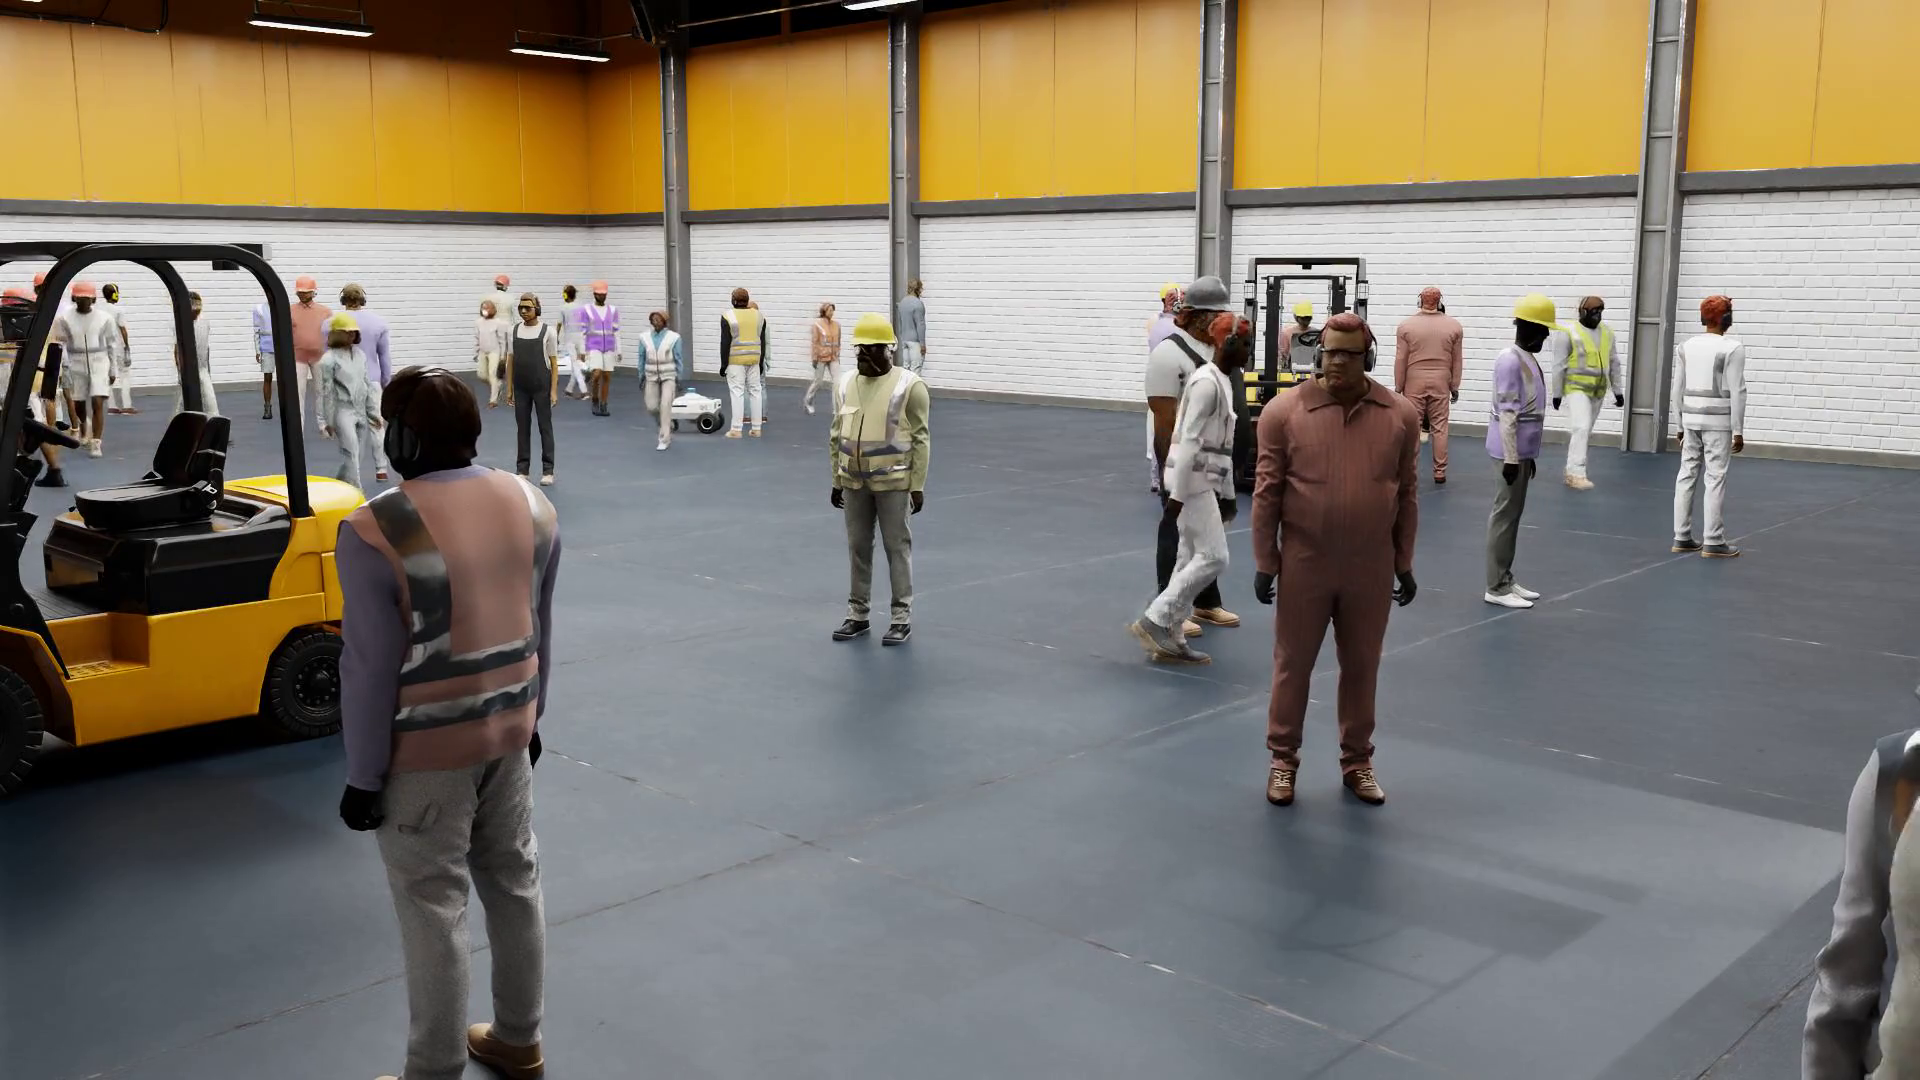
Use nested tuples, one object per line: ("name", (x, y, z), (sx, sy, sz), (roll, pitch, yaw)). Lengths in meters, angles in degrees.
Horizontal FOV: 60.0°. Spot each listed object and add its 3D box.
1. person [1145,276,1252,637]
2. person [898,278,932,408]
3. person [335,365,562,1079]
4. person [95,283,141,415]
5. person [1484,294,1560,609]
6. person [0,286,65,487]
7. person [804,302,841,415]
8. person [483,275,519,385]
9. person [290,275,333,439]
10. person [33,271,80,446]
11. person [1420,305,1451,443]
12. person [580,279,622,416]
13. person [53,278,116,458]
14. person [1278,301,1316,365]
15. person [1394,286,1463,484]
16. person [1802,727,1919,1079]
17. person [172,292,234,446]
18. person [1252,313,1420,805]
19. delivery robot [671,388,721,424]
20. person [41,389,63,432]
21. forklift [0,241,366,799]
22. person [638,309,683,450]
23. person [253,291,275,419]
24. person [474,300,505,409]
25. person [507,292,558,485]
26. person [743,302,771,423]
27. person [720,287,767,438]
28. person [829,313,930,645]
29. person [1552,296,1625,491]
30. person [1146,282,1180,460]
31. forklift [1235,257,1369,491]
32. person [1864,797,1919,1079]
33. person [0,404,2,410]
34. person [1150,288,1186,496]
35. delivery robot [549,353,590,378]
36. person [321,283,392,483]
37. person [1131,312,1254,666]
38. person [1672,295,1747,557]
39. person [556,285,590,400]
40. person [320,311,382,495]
("person", (1.399, -0.483, 9.473), (0.538, 2.000, 0.683), (9, 13, 43))
("person", (-0.687, -2.934, 24.826), (0.373, 1.937, 0.630), (-6, 11, -32))
("person", (-1.259, 0.497, 4.068), (0.429, 1.847, 0.627), (5, 11, 30))
("person", (-12.035, -2.708, 23.649), (0.550, 1.869, 0.324), (2, 9, 11))
("person", (3.453, -0.549, 10.256), (0.384, 1.917, 0.584), (5, 10, 28))
("person", (-8.966, -1.441, 15.773), (0.930, 1.896, 0.569), (1, 9, 6))
("person", (-1.926, -2.574, 23.609), (0.519, 1.611, 0.766), (-8, 12, -39))
("person", (-8.248, -3.776, 29.924), (0.619, 1.953, 0.695), (0, 9, 1))
("person", (-7.917, -2.214, 20.242), (0.610, 1.989, 0.392), (-4, 10, -25))
("person", (-10.645, -2.117, 19.485), (0.394, 2.044, 0.609), (8, 13, 42))
("person", (5.664, -2.002, 19.869), (0.537, 1.691, 0.321), (-3, 10, -18))
("person", (-5.016, -2.680, 23.311), (0.561, 1.918, 0.475), (-6, 11, -31))
("person", (-9.712, -1.922, 18.504), (0.635, 1.991, 0.968), (-4, 10, -25))
("person", (3.843, -1.872, 19.027), (0.530, 1.713, 0.674), (-3, 10, -20))
("person", (4.502, -1.489, 16.053), (0.651, 1.907, 0.409), (0, 9, 3))
("person", (1.318, 0.840, 1.994), (0.588, 1.835, 0.403), (7, 11, 35))
("person", (-8.930, -1.983, 19.411), (0.999, 1.808, 0.533), (6, 11, 33))
("person", (1.454, 0.083, 6.420), (0.652, 1.904, 0.403), (0, 9, -1))
("delivery robot", (-3.395, -1.679, 21.061), (0.707, 0.478, 0.477), (0, 9, 2))
("person", (-11.526, -2.142, 20.889), (0.507, 1.632, 0.264), (3, 10, 16))
("forklift", (-3.706, -0.171, 7.093), (1.214, 2.155, 2.313), (9, 13, 43))
("person", (-3.425, -1.850, 19.112), (0.528, 1.618, 0.459), (1, 9, 7))
("person", (-9.468, -2.633, 23.001), (0.542, 1.929, 0.369), (-4, 10, -23))
("person", (-6.978, -2.767, 24.754), (0.520, 1.619, 0.433), (3, 10, 18))
("person", (-4.094, -1.438, 15.926), (0.505, 1.847, 0.344), (1, 9, 5))
("person", (-2.795, -2.386, 22.385), (0.507, 1.631, 0.266), (-4, 10, -21))
("person", (-2.679, -2.170, 20.428), (0.619, 1.845, 0.430), (-7, 11, -35))
("person", (-0.466, -0.334, 9.197), (0.603, 1.830, 0.404), (5, 10, 26))
("person", (5.951, -1.376, 15.650), (0.649, 1.816, 0.747), (-4, 10, -23))
("person", (2.246, -1.819, 18.014), (0.387, 1.926, 0.591), (7, 12, 37))
("forklift", (3.309, -1.629, 16.029), (1.214, 2.155, 2.313), (2, 9, 11))
("person", (1.197, 0.853, 1.632), (0.658, 1.926, 0.448), (1, 9, 4))
("person", (-7.654, -0.944, 12.894), (0.390, 1.846, 0.565), (-4, 10, -21))
("person", (1.954, -1.348, 15.218), (0.401, 1.899, 0.646), (-1, 9, -7))
("delivery robot", (-7.026, -3.118, 29.889), (0.707, 0.478, 0.477), (-1, 9, -6))
("person", (-5.793, -1.499, 16.015), (0.628, 1.940, 0.373), (-5, 10, -28))
("person", (1.258, -0.263, 8.706), (0.525, 1.844, 0.610), (2, 9, 9))
("person", (5.407, -0.816, 11.996), (0.354, 1.884, 0.576), (-5, 10, -27))
("person", (-6.177, -3.145, 26.507), (0.538, 1.817, 0.993), (-8, 13, -42))
("person", (-5.131, -1.044, 13.940), (0.571, 1.751, 0.508), (3, 10, 18))
